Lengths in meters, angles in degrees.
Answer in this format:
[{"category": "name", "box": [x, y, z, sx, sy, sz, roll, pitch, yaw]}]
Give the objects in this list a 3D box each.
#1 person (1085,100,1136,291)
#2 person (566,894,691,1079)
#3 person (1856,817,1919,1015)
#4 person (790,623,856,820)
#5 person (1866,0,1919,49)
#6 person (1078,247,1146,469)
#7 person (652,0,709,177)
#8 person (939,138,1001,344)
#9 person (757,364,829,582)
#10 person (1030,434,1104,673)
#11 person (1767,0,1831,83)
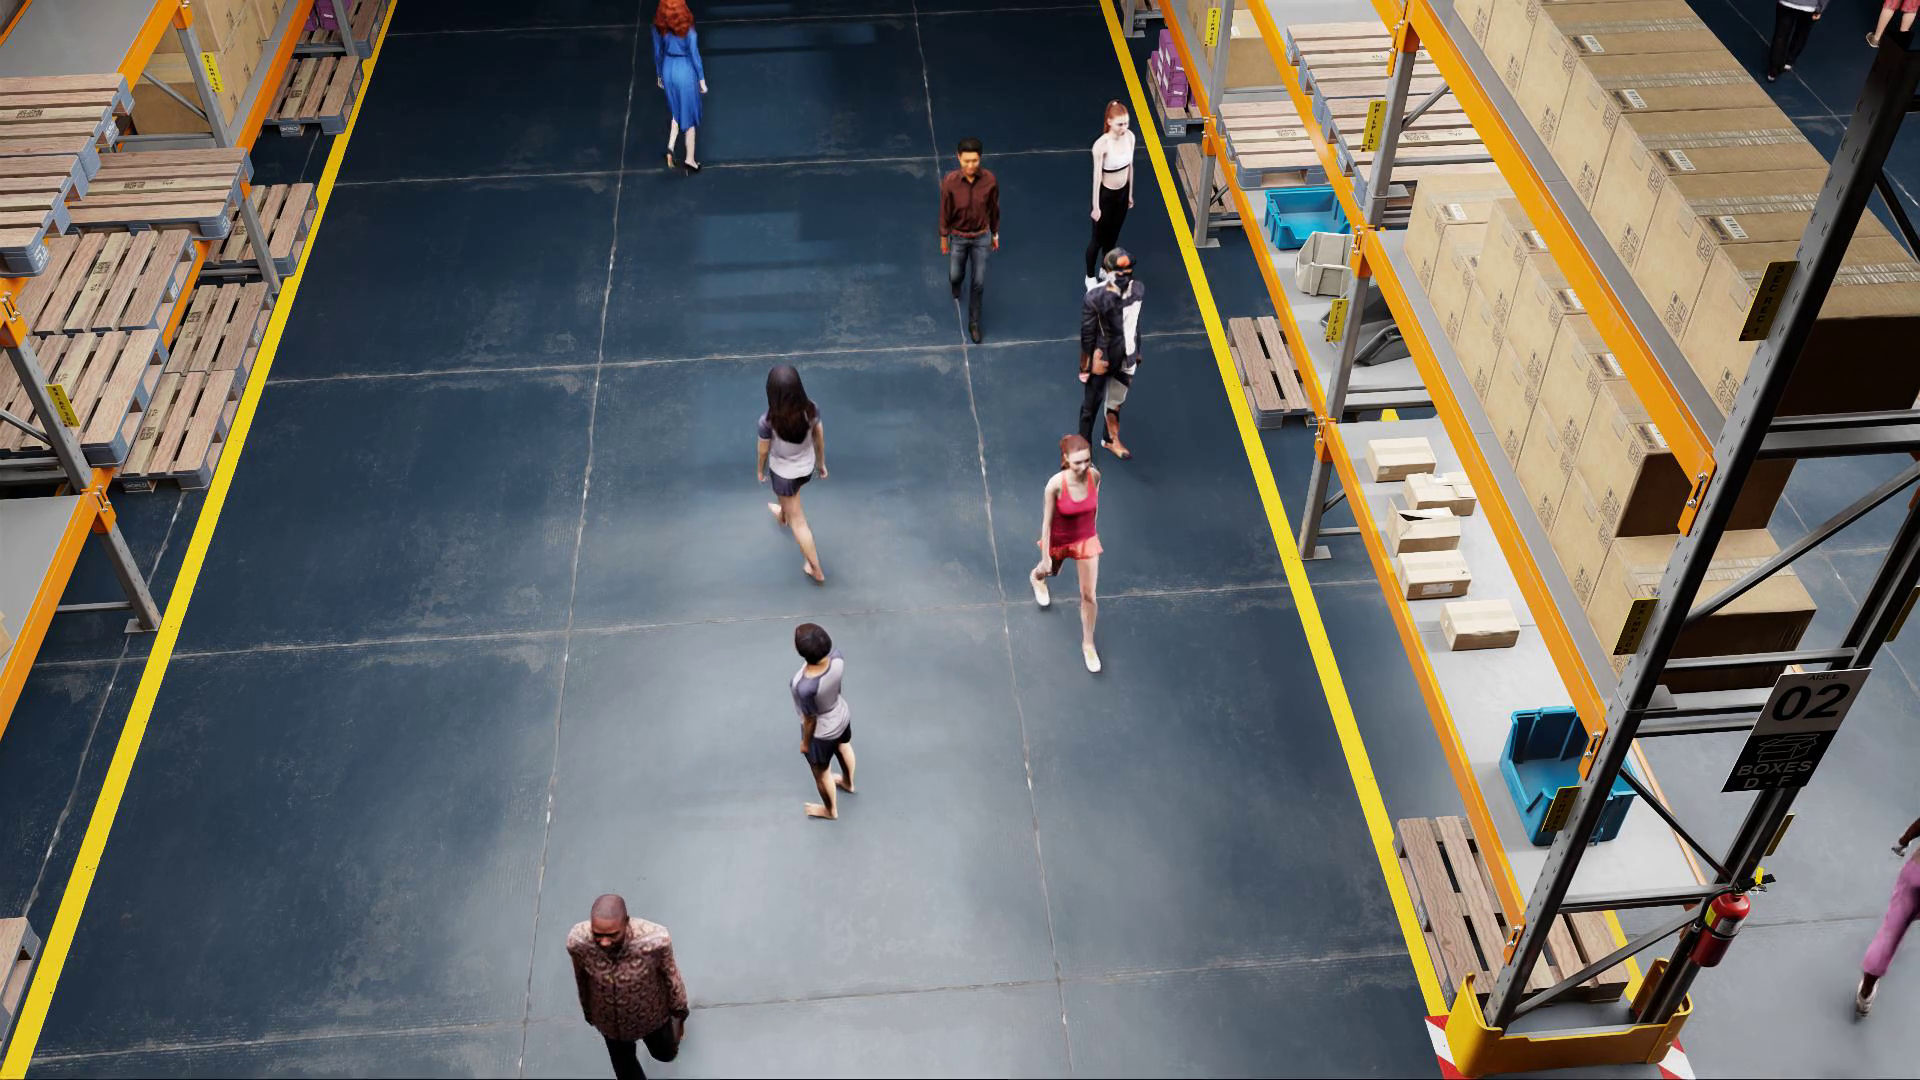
[{"category": "person", "box": [1.248, -2.838, 13.810, 0.661, 1.742, 0.669, -27, 50, -25]}, {"category": "person", "box": [-1.649, 2.282, 8.403, 0.740, 1.787, 0.995, 0, 44, 0]}, {"category": "person", "box": [5.171, 1.891, 8.891, 1.138, 1.680, 1.223, 27, 50, 26]}, {"category": "person", "box": [-0.809, 1.061, 9.846, 0.710, 1.565, 0.619, 20, 47, 19]}, {"category": "person", "box": [9.779, -5.830, 17.017, 0.671, 1.650, 0.673, 15, 46, 15]}, {"category": "person", "box": [1.095, -1.329, 12.119, 0.775, 1.891, 0.749, -22, 48, -21]}, {"category": "person", "box": [-2.577, -4.084, 15.061, 0.790, 1.821, 0.862, 20, 47, 20]}, {"category": "person", "box": [0.064, -2.486, 13.424, 0.674, 1.765, 0.942, -6, 44, -6]}, {"category": "person", "box": [-1.113, -0.425, 11.343, 0.950, 1.653, 1.187, -25, 49, -24]}, {"category": "person", "box": [0.685, -0.040, 10.897, 0.756, 1.710, 1.213, -12, 45, -13]}, {"category": "person", "box": [8.347, -5.313, 16.527, 0.856, 1.578, 0.933, 17, 46, 17]}]
